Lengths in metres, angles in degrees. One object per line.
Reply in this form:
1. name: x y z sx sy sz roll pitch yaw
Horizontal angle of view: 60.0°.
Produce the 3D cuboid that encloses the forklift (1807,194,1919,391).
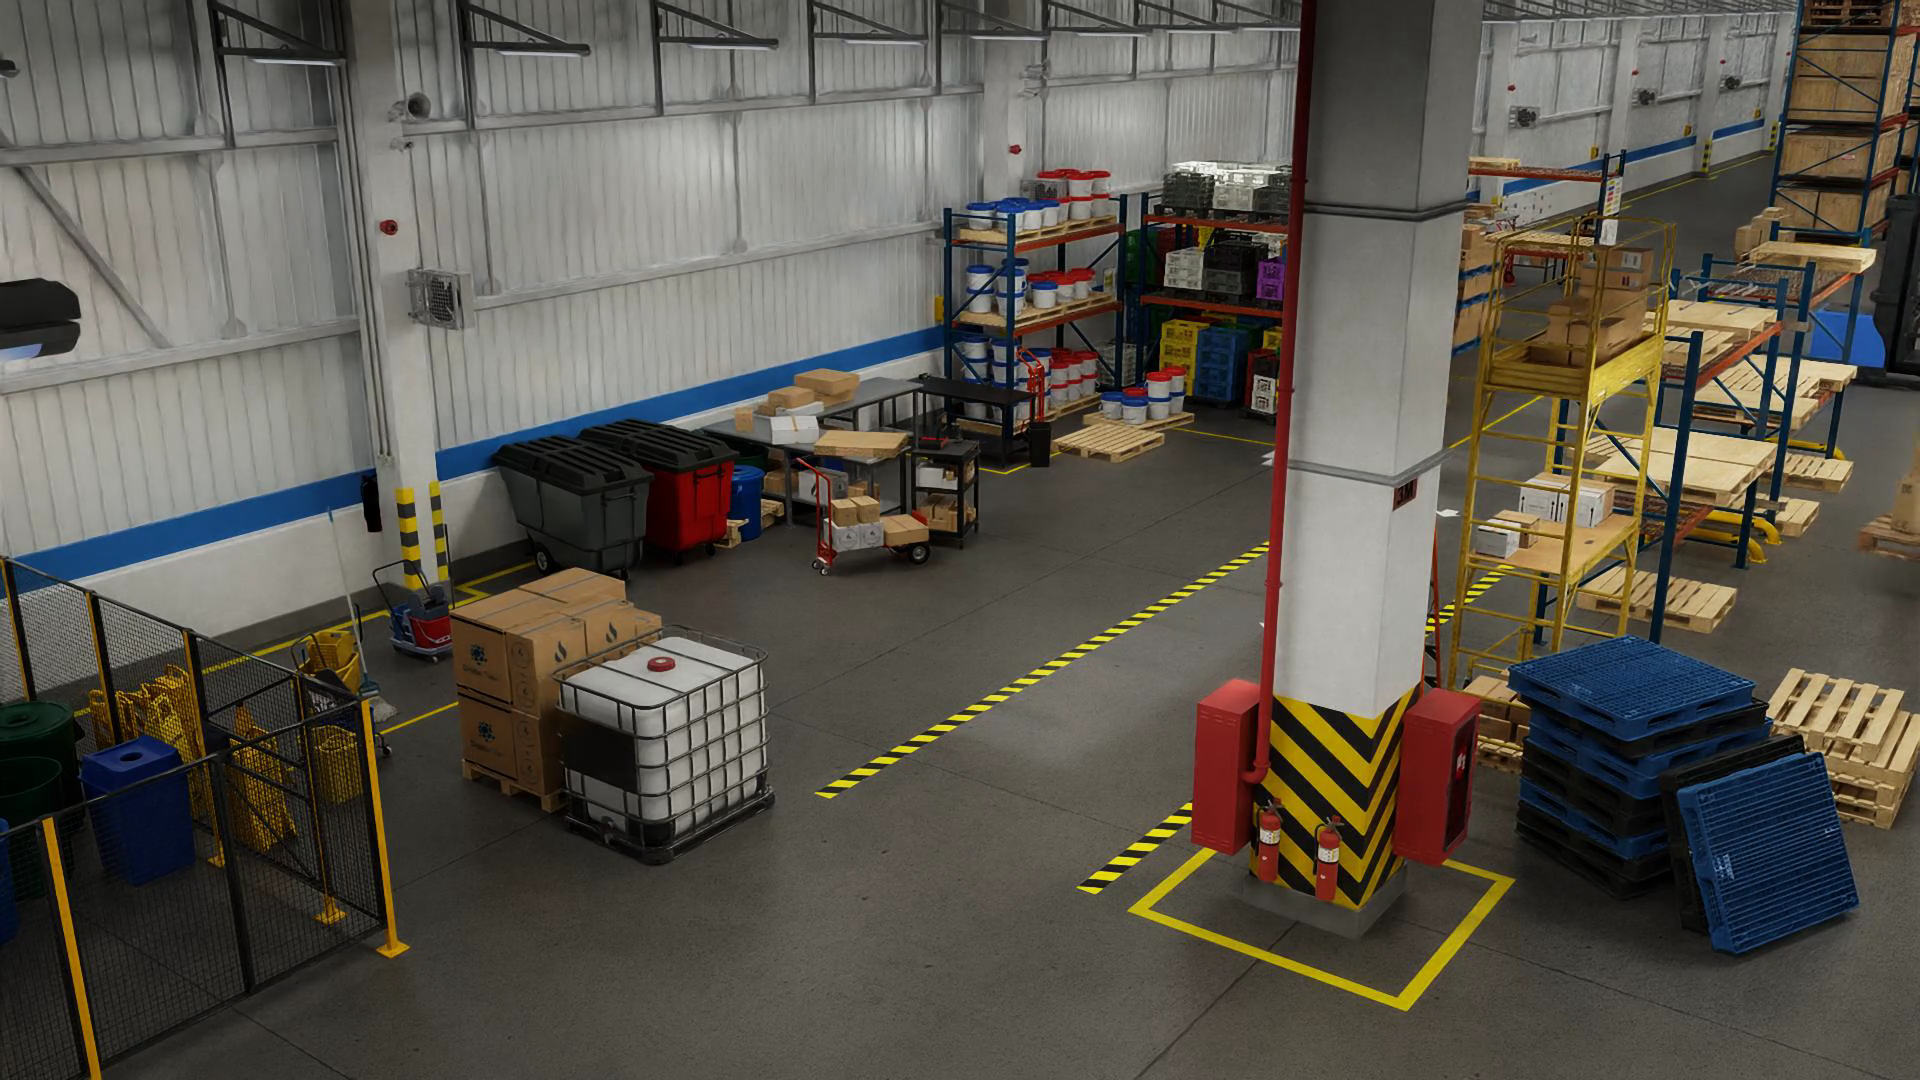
1. forklift: 14.147 -3.795 25.234 1.873 2.768 1.129 13 22 34
